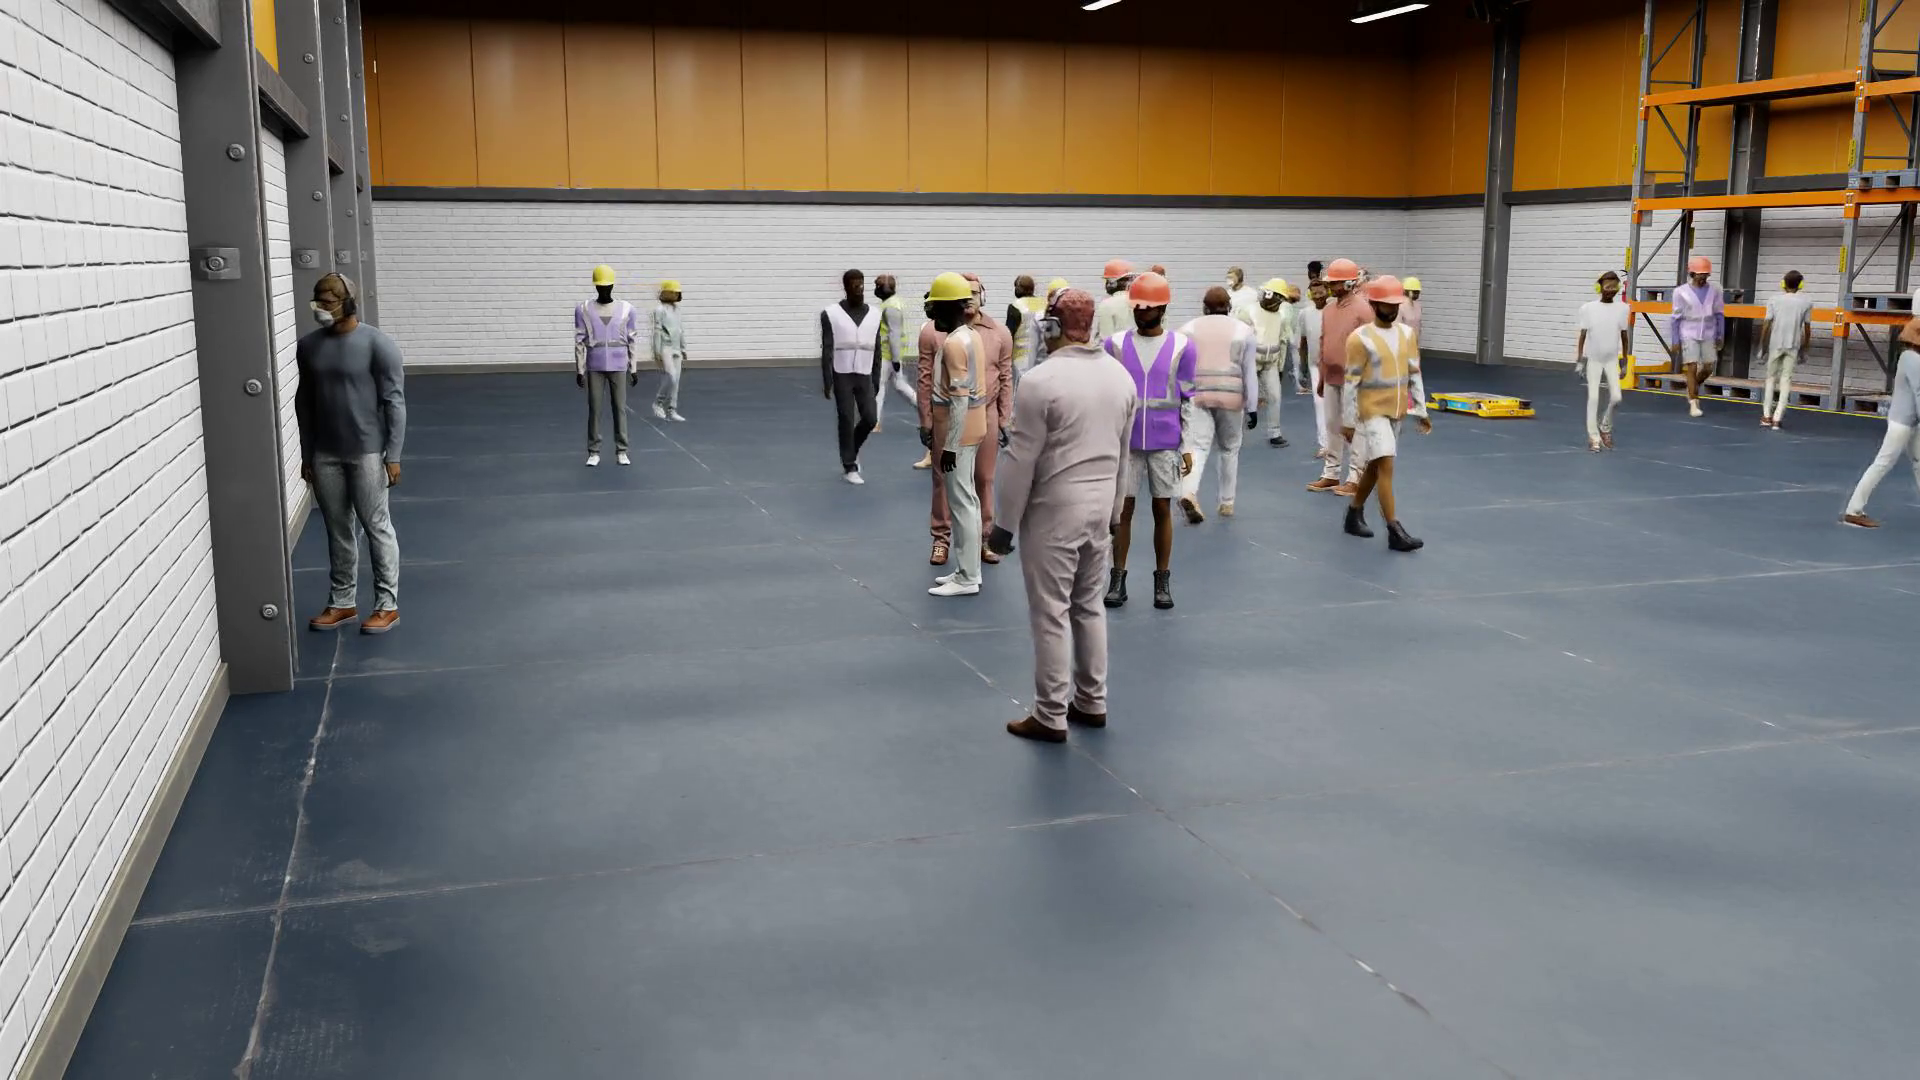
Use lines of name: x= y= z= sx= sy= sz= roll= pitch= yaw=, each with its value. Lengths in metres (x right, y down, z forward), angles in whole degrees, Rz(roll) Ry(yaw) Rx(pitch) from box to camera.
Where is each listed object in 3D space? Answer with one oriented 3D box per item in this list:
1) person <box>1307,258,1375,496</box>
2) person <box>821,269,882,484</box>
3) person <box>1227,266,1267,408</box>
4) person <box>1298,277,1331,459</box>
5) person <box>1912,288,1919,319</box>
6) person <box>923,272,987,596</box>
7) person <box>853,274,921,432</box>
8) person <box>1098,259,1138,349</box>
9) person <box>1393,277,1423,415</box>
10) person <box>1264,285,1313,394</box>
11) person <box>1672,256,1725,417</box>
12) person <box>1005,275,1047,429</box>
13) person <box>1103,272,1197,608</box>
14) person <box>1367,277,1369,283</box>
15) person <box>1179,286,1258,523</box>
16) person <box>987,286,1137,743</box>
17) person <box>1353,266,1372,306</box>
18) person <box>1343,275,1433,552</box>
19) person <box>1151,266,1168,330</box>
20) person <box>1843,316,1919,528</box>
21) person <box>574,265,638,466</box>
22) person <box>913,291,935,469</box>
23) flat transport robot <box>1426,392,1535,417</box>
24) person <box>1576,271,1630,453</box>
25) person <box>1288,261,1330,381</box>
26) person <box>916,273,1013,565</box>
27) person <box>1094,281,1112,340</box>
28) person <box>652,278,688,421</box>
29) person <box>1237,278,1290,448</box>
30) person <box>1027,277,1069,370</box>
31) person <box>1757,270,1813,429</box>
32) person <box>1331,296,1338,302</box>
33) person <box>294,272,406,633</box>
person: x=3.230 y=-1.371 z=14.058 sx=0.392 sy=1.990 sz=0.614 roll=-5 pitch=11 yaw=-28
person: x=-0.978 y=-1.458 z=14.823 sx=0.600 sy=1.905 sz=0.527 roll=-5 pitch=11 yaw=-26
person: x=3.671 y=-2.640 z=21.746 sx=1.055 sy=1.887 sz=0.627 roll=-10 pitch=14 yaw=-44
person: x=3.730 y=-1.762 z=16.875 sx=0.612 sy=1.814 sz=0.966 roll=3 pitch=10 yaw=16
person: x=11.265 y=-2.285 z=19.211 sx=0.675 sy=2.000 sz=0.535 roll=0 pitch=10 yaw=-2
person: x=-0.037 y=-0.625 z=9.930 sx=0.381 sy=1.924 sz=0.593 roll=1 pitch=10 yaw=8
person: x=-0.744 y=-2.122 z=18.950 sx=0.887 sy=1.816 sz=0.619 roll=0 pitch=10 yaw=0
person: x=1.443 y=-1.607 z=15.470 sx=0.613 sy=1.970 sz=0.721 roll=-8 pitch=12 yaw=-38
person: x=5.585 y=-2.444 z=20.996 sx=0.528 sy=1.750 sz=0.635 roll=-8 pitch=12 yaw=-37
person: x=4.737 y=-2.910 z=24.163 sx=0.890 sy=1.579 sz=0.503 roll=6 pitch=12 yaw=32
person: x=9.228 y=-2.548 z=20.838 sx=0.672 sy=2.002 sz=0.671 roll=1 pitch=10 yaw=5
person: x=0.722 y=-2.111 z=18.949 sx=1.003 sy=1.786 sz=0.648 roll=9 pitch=13 yaw=41
person: x=1.073 y=-0.563 z=9.556 sx=0.543 sy=1.932 sz=0.376 roll=2 pitch=10 yaw=11
person: x=7.625 y=-4.220 z=31.587 sx=0.514 sy=1.636 sz=0.310 roll=7 pitch=12 yaw=35
person: x=1.937 y=-1.038 z=12.722 sx=0.661 sy=1.802 sz=0.875 roll=3 pitch=10 yaw=15
person: x=0.432 y=-0.101 z=6.976 sx=0.651 sy=1.905 sz=0.424 roll=-9 pitch=13 yaw=-43
person: x=5.607 y=-2.897 z=23.265 sx=0.982 sy=1.867 sz=0.663 roll=-6 pitch=12 yaw=-31
person: x=2.972 y=-0.898 z=11.647 sx=0.555 sy=1.895 sz=0.959 roll=-6 pitch=11 yaw=-29
person: x=3.050 y=-3.214 z=25.160 sx=0.577 sy=1.838 sz=0.966 roll=-8 pitch=13 yaw=-39
person: x=7.002 y=-0.847 z=12.199 sx=0.880 sy=1.579 sz=0.512 roll=5 pitch=11 yaw=25
person: x=-3.388 y=-1.665 z=15.955 sx=0.594 sy=1.922 sz=0.386 roll=-2 pitch=10 yaw=-13
person: x=-0.208 y=-1.481 z=15.551 sx=0.322 sy=1.696 sz=0.536 roll=-8 pitch=13 yaw=-38
flat transport robot: x=6.593 y=-1.733 z=21.133 sx=0.652 sy=0.197 sz=1.431 roll=-3 pitch=10 yaw=-16
person: x=6.594 y=-1.827 z=17.084 sx=0.547 sy=1.858 sz=0.405 roll=1 pitch=10 yaw=8
person: x=5.586 y=-3.443 z=26.287 sx=0.980 sy=1.905 sz=0.623 roll=-6 pitch=11 yaw=-30
person: x=0.038 y=-0.788 z=10.922 sx=0.643 sy=1.913 sz=0.410 roll=-1 pitch=10 yaw=-7
person: x=2.282 y=-3.058 z=24.657 sx=0.931 sy=1.706 sz=0.514 roll=-5 pitch=11 yaw=-25
person: x=-3.482 y=-2.291 z=20.125 sx=0.363 sy=1.727 sz=0.514 roll=5 pitch=11 yaw=29
person: x=3.126 y=-1.828 z=17.352 sx=0.655 sy=1.783 sz=0.601 roll=-3 pitch=10 yaw=-15
person: x=0.976 y=-1.715 z=16.598 sx=0.600 sy=1.808 sz=0.755 roll=0 pitch=10 yaw=-2
person: x=9.665 y=-2.233 z=19.506 sx=0.548 sy=1.827 sz=0.851 roll=5 pitch=11 yaw=25
person: x=7.360 y=-4.332 z=32.300 sx=0.642 sy=1.614 sz=0.516 roll=-7 pitch=12 yaw=-34
person: x=-3.276 y=-0.460 z=8.947 sx=0.635 sy=1.936 sz=0.352 roll=3 pitch=10 yaw=16
